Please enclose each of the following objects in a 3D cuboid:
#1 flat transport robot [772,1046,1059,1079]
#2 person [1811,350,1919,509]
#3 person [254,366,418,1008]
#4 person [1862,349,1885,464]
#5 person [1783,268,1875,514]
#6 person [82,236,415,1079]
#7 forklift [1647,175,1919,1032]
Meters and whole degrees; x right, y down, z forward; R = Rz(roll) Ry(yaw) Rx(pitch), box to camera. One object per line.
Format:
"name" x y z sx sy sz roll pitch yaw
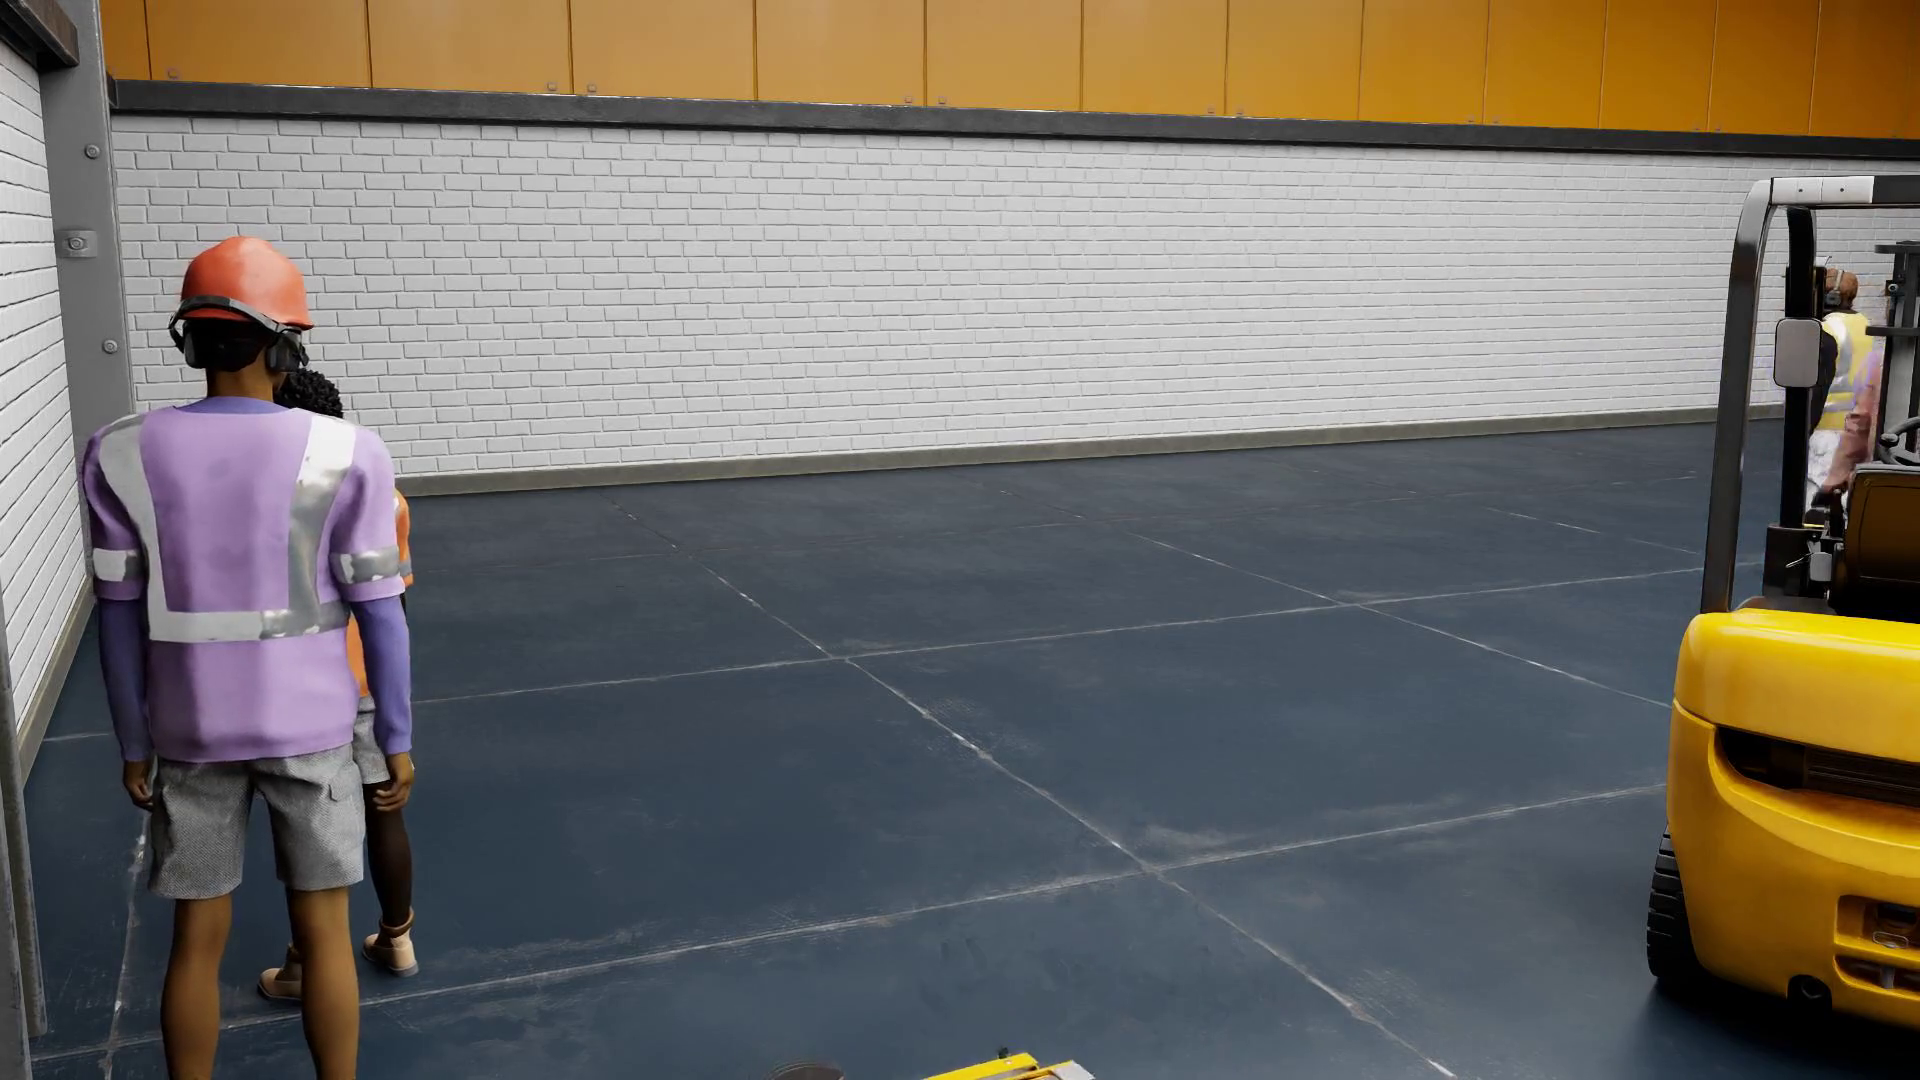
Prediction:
"flat transport robot" 0.179 1.333 3.133 0.652 0.197 1.431 -6 12 -28
"person" 3.933 -0.175 7.047 0.782 1.873 0.693 0 10 0
"person" -1.689 0.391 4.415 0.317 1.693 0.535 9 14 42
"person" 4.353 -0.231 7.540 0.939 1.797 0.579 5 11 25
"person" 5.167 -0.695 9.972 0.633 1.846 0.429 -9 13 -40
"person" -1.479 0.385 3.541 0.624 2.030 0.449 -2 10 -8
"forklift" 2.810 0.094 4.662 1.214 2.155 2.313 7 12 34
